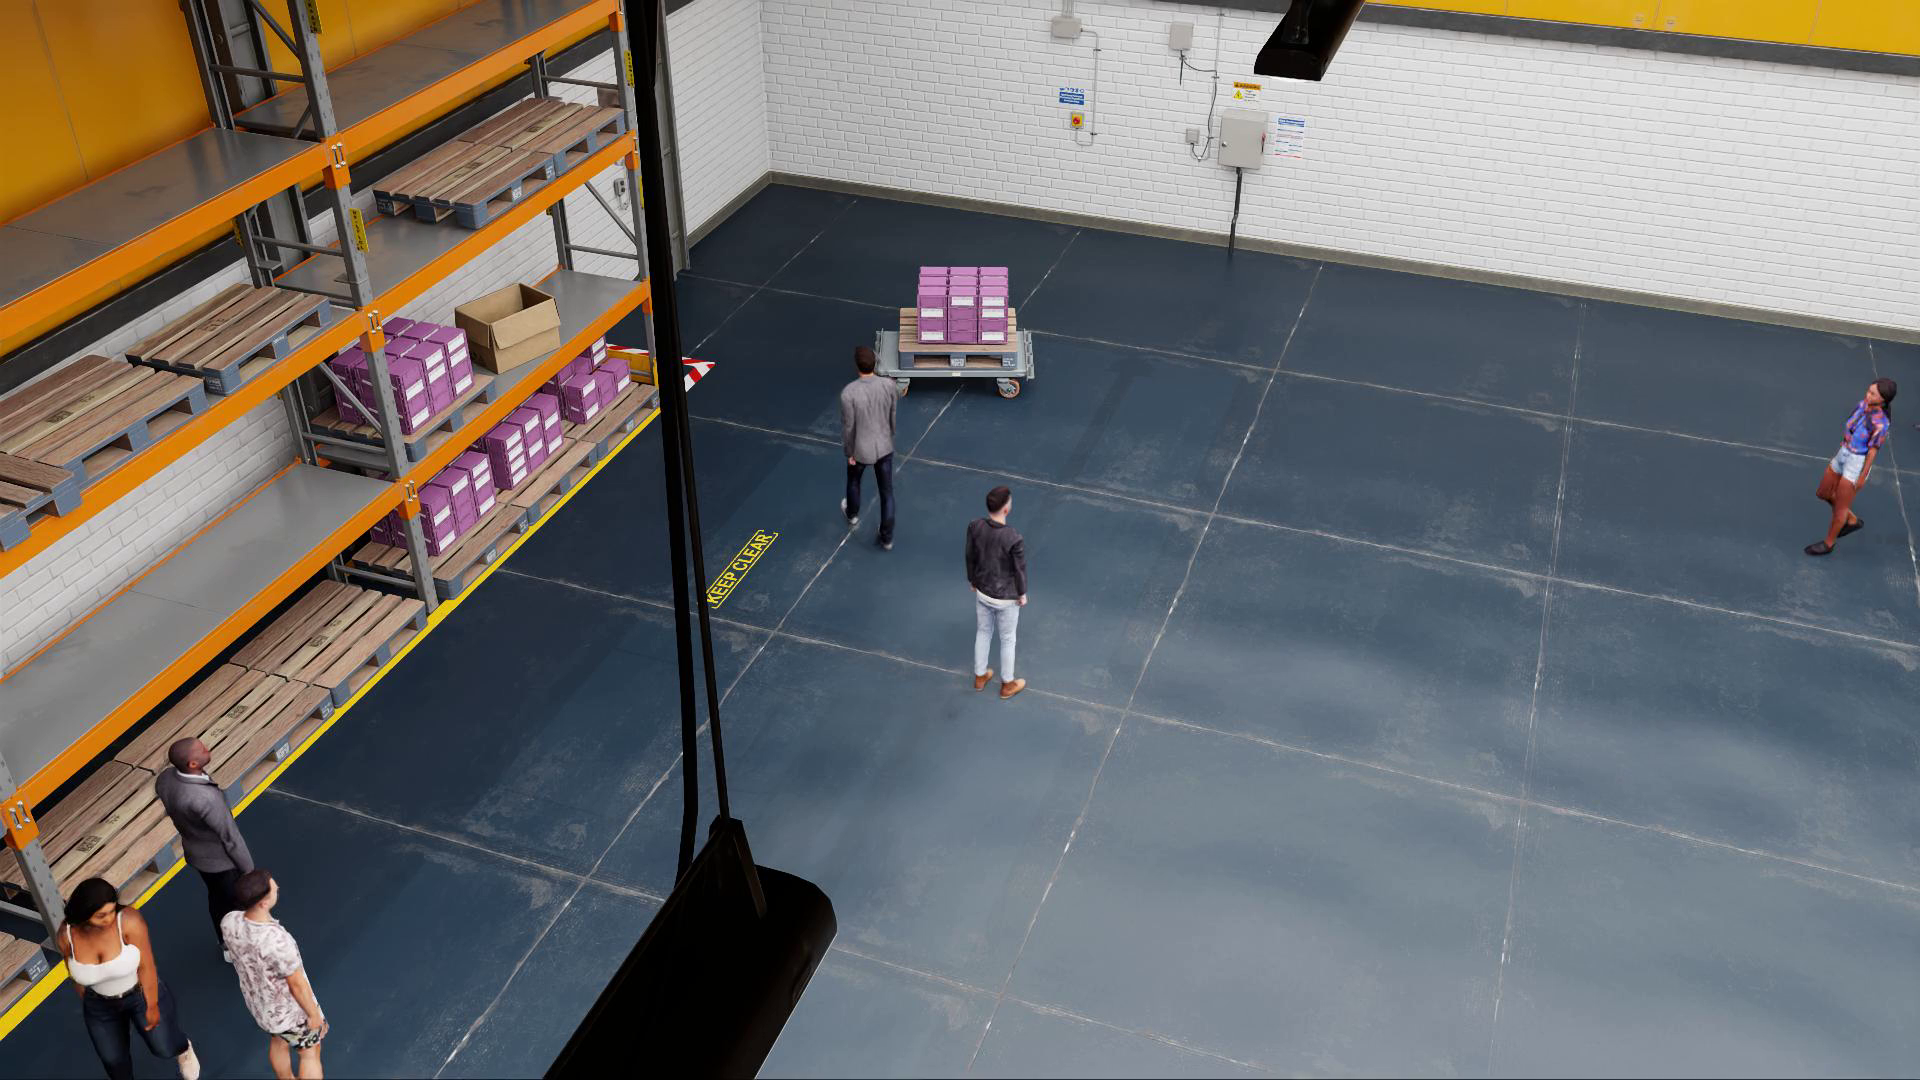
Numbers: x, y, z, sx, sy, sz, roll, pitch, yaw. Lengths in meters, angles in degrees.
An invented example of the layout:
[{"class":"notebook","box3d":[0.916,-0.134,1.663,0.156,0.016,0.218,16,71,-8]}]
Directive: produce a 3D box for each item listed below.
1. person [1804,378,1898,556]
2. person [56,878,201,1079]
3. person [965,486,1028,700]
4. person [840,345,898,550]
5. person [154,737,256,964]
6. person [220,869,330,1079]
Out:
[{"class":"person","box3d":[7.717,-0.620,14.235,0.812,1.729,0.786,-2,34,-3]},{"class":"person","box3d":[-4.670,2.550,9.413,0.857,1.787,0.917,2,34,3]},{"class":"person","box3d":[0.278,0.397,12.608,0.695,1.835,0.598,18,38,25]},{"class":"person","box3d":[-0.732,-0.747,14.325,1.023,1.841,1.128,-9,35,-14]},{"class":"person","box3d":[-4.610,1.949,10.291,0.782,1.816,0.675,21,39,28]},{"class":"person","box3d":[-3.839,2.573,9.356,0.704,1.812,0.625,17,37,24]}]
